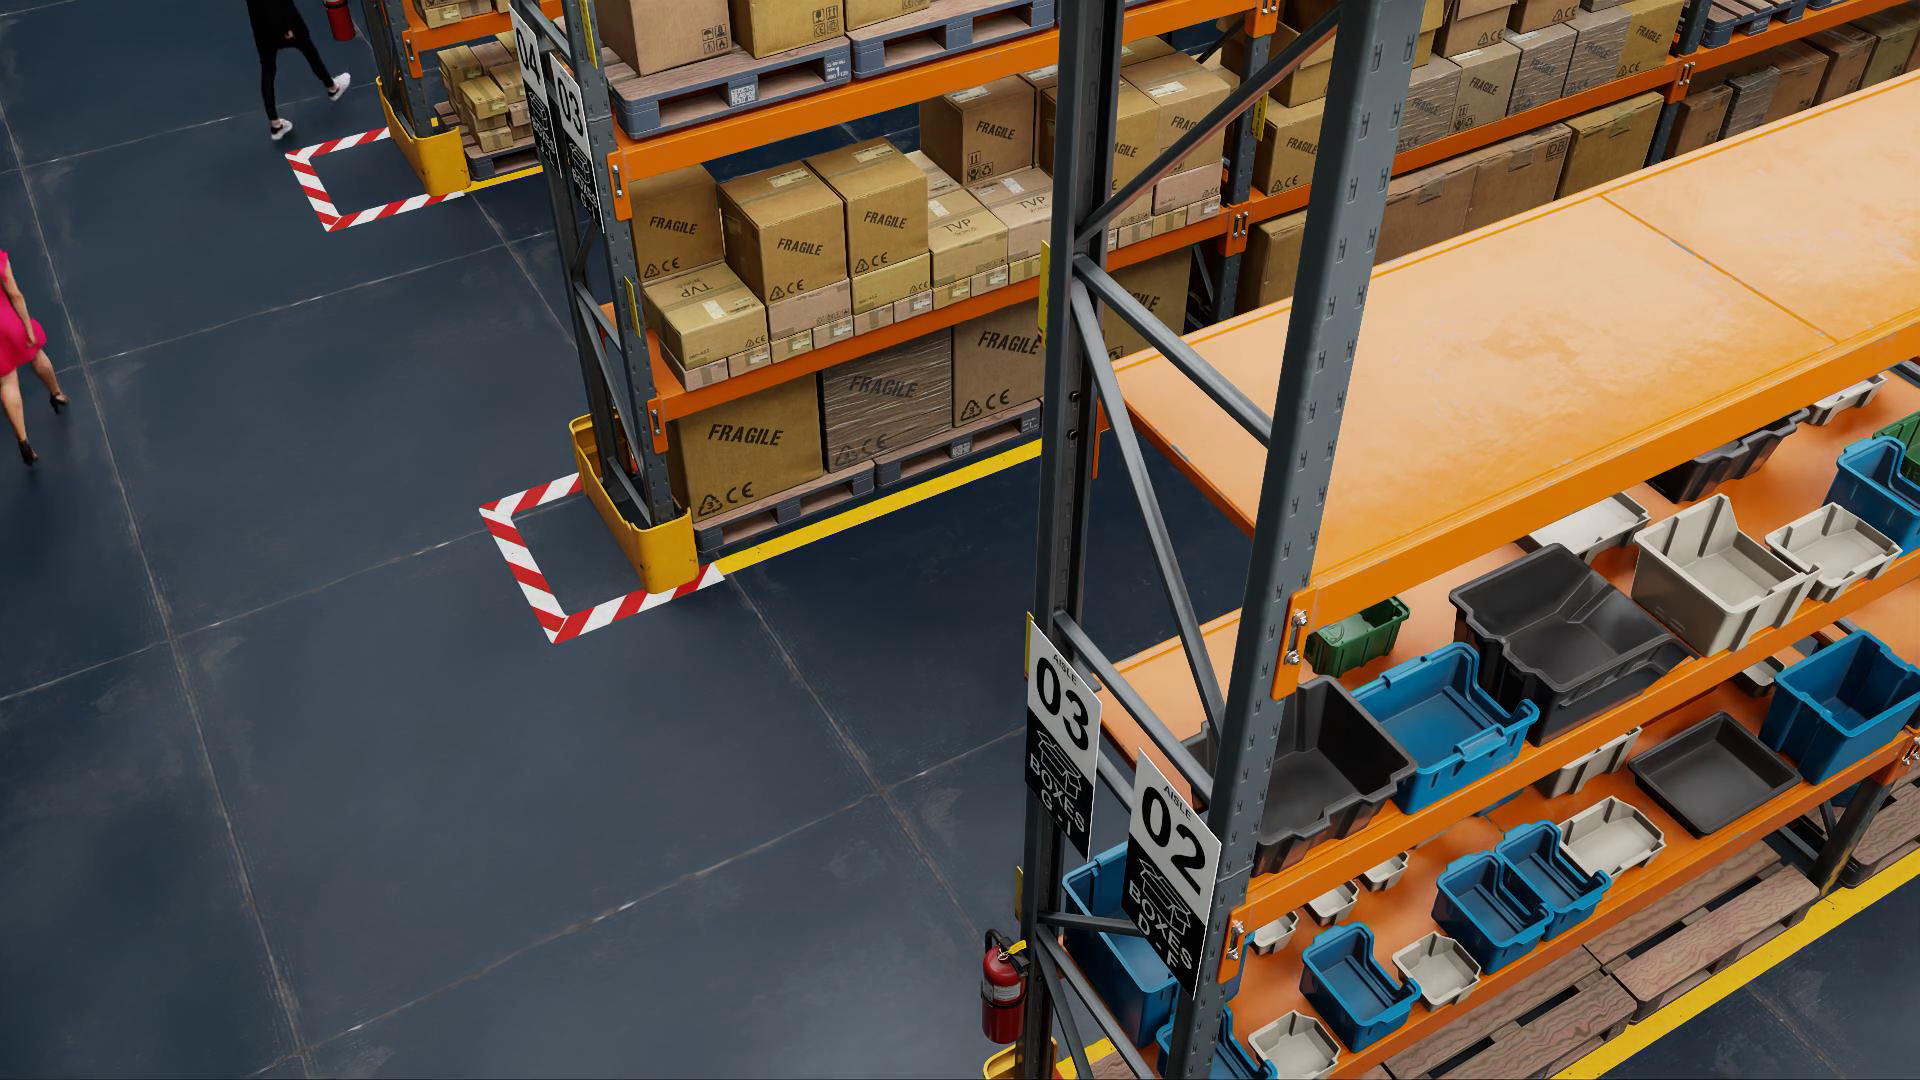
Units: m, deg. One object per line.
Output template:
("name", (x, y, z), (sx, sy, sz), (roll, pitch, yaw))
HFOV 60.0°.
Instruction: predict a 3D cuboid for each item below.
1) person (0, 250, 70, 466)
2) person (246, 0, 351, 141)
("person", (-5.914, -1.238, 10.204), (1.032, 1.683, 0.799), (-12, 44, -13))
("person", (-5.455, -3.999, 13.119), (1.126, 1.740, 1.238), (13, 45, 13))
